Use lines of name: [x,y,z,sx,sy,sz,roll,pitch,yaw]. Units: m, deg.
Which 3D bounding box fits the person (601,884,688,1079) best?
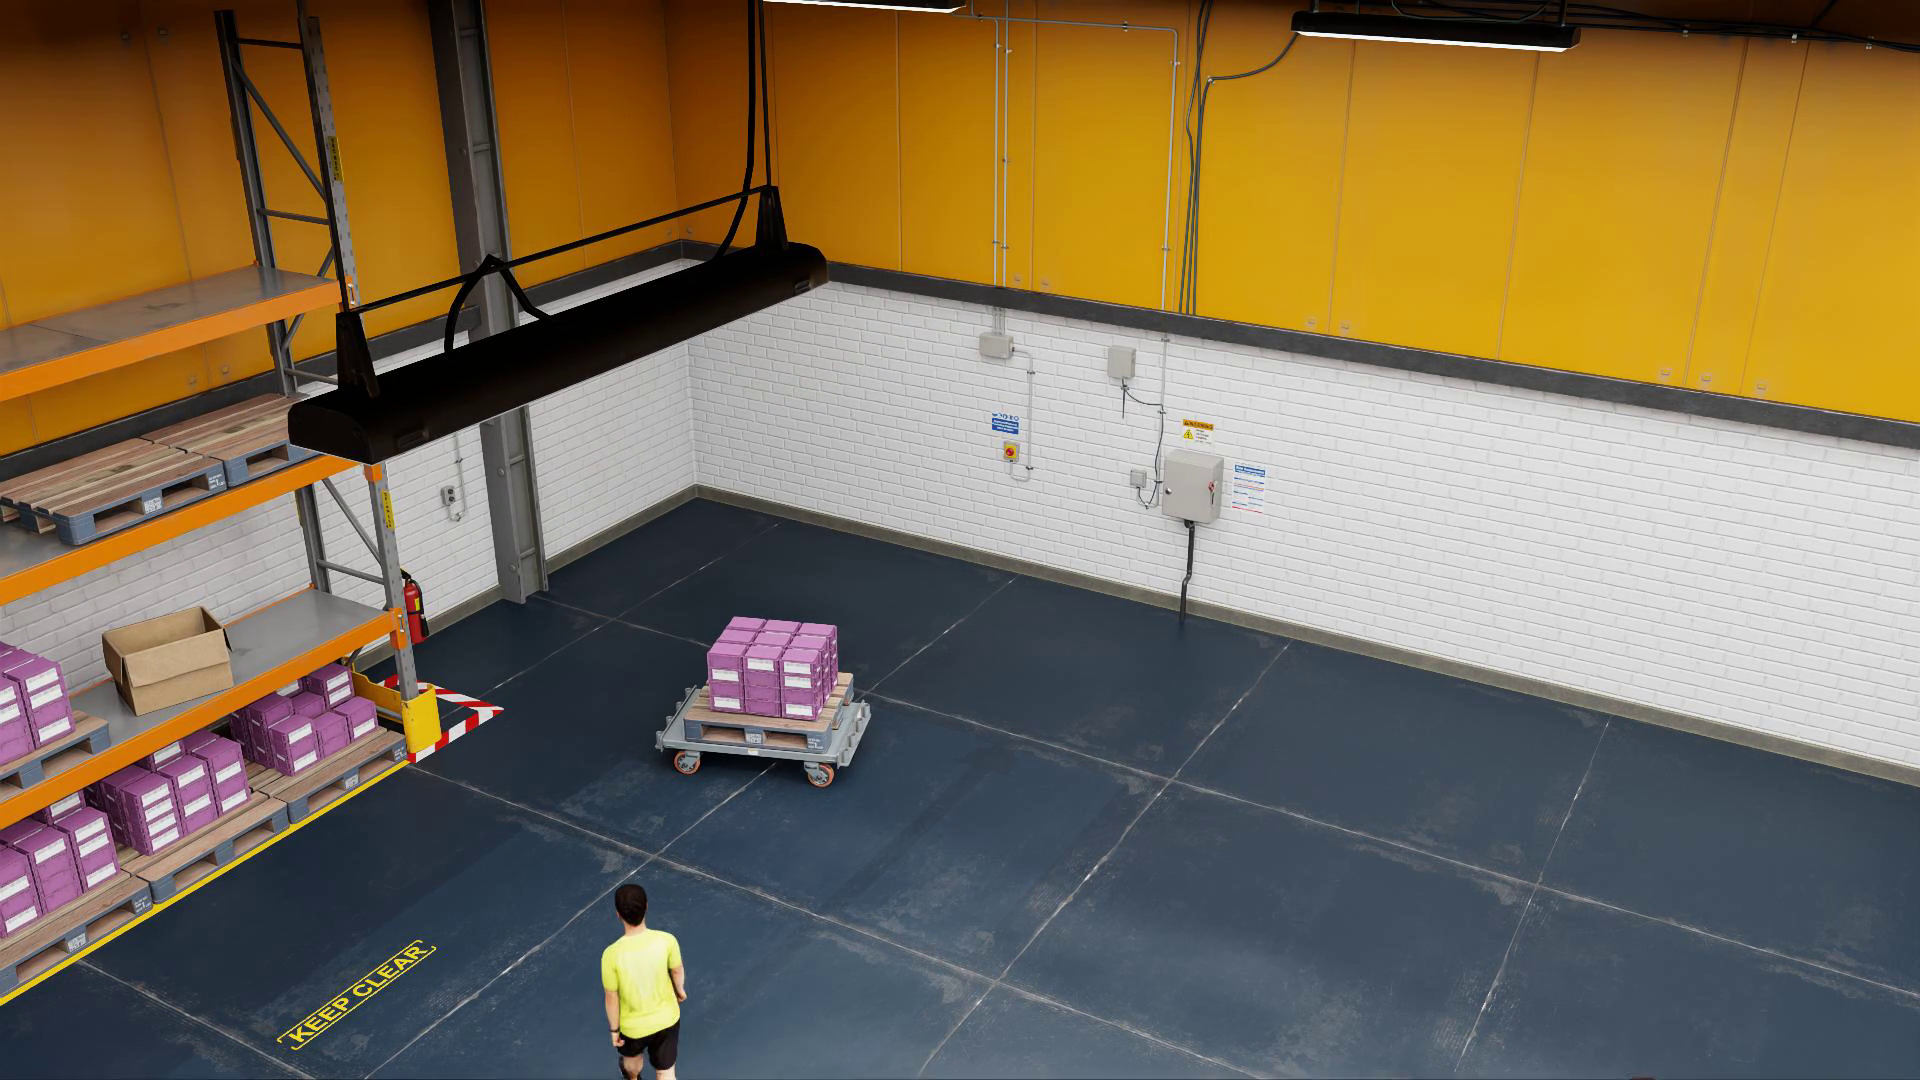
person: [-1.813,2.835,9.752,1.077,1.666,1.114,-7,25,-16]
